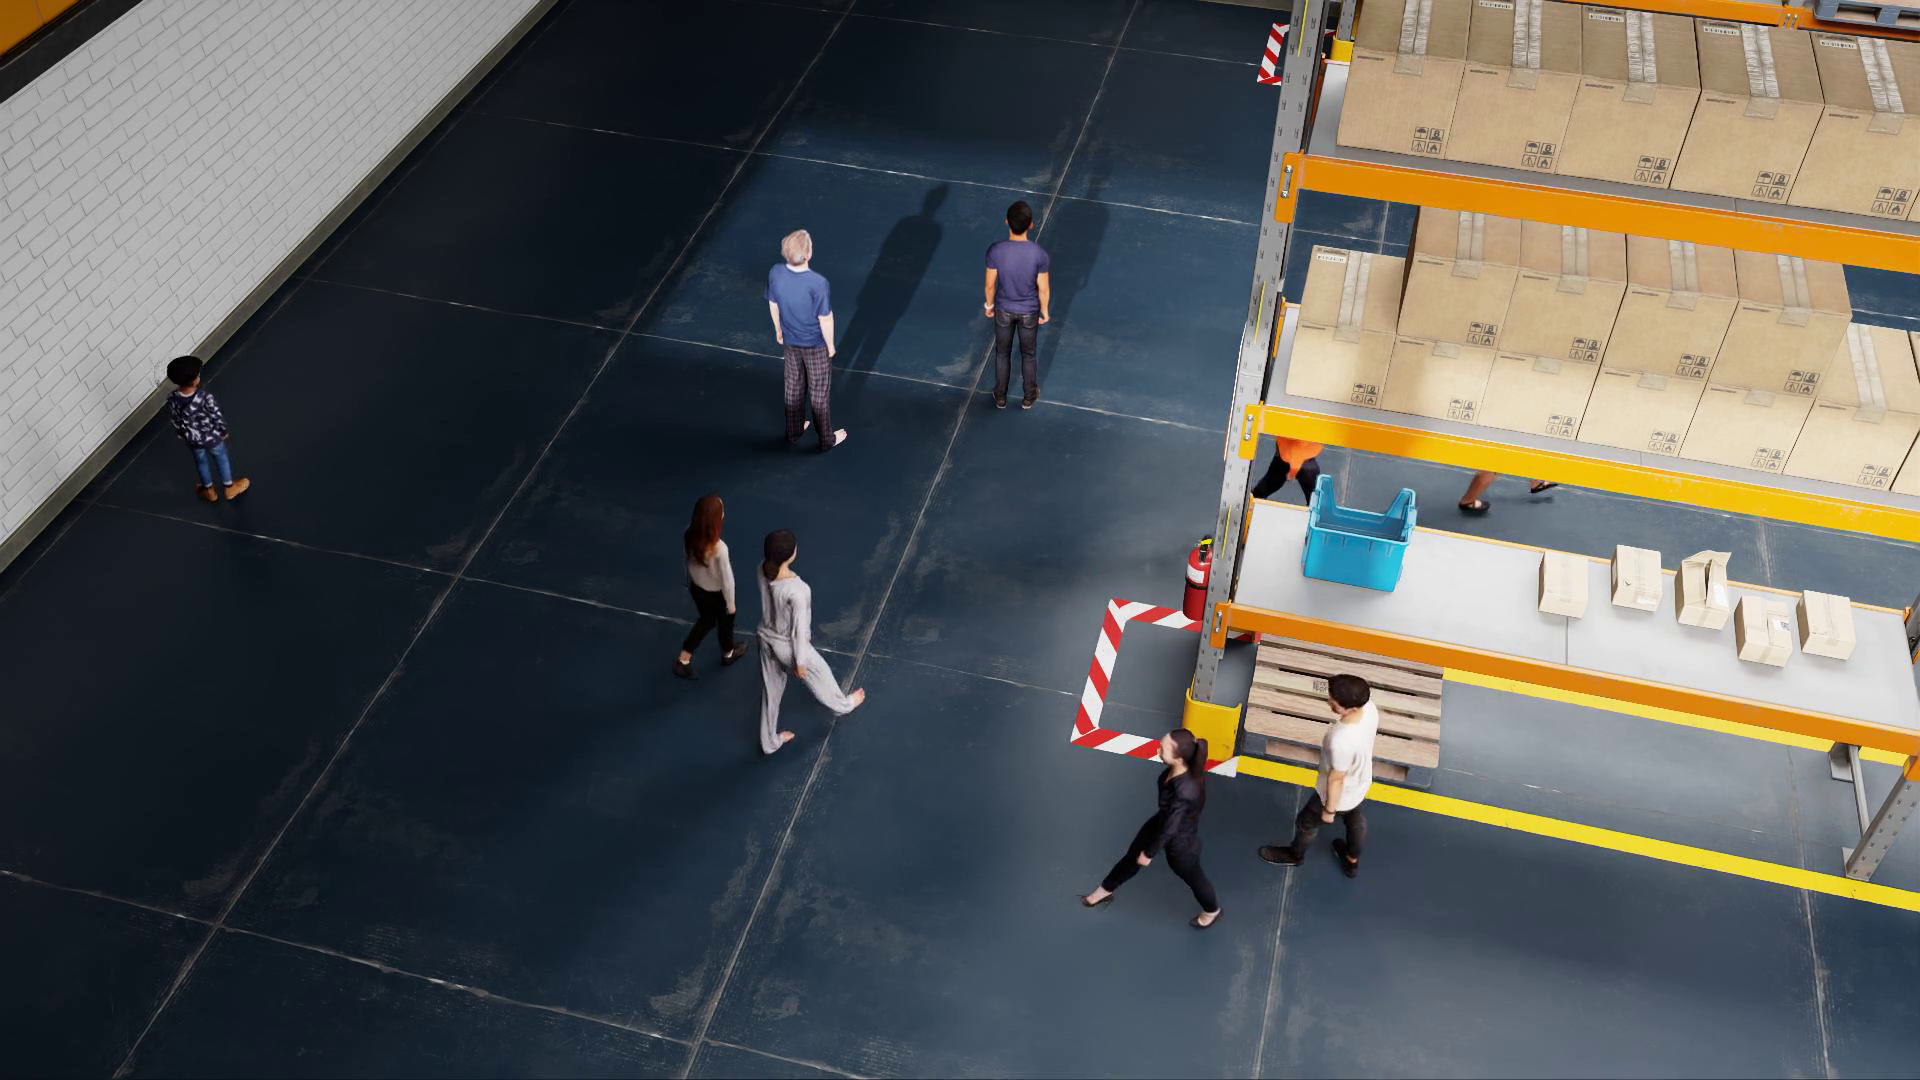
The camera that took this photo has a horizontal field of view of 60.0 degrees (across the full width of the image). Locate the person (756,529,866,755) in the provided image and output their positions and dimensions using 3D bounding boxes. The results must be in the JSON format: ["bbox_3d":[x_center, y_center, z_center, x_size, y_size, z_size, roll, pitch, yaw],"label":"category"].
[{"bbox_3d":[-1.130,0.671,10.123,0.956,1.745,1.014,-34,53,-30],"label":"person"}]

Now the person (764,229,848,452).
[{"bbox_3d":[-1.145,-1.473,12.282,0.540,1.871,0.757,18,46,18],"label":"person"}]

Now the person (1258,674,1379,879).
[{"bbox_3d":[2.217,1.398,9.395,0.924,1.697,0.872,32,52,29],"label":"person"}]

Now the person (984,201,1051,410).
[{"bbox_3d":[0.426,-1.765,12.646,0.514,1.791,0.749,3,44,3],"label":"person"}]

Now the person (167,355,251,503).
[{"bbox_3d":[-5.520,-0.794,12.019,0.501,1.250,0.676,-9,44,-9],"label":"person"}]

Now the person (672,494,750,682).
[{"bbox_3d":[-1.647,0.364,10.646,0.872,1.468,0.827,30,51,28],"label":"person"}]

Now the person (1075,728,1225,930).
[{"bbox_3d":[1.269,1.656,9.153,1.132,1.656,0.750,1,44,1],"label":"person"}]
